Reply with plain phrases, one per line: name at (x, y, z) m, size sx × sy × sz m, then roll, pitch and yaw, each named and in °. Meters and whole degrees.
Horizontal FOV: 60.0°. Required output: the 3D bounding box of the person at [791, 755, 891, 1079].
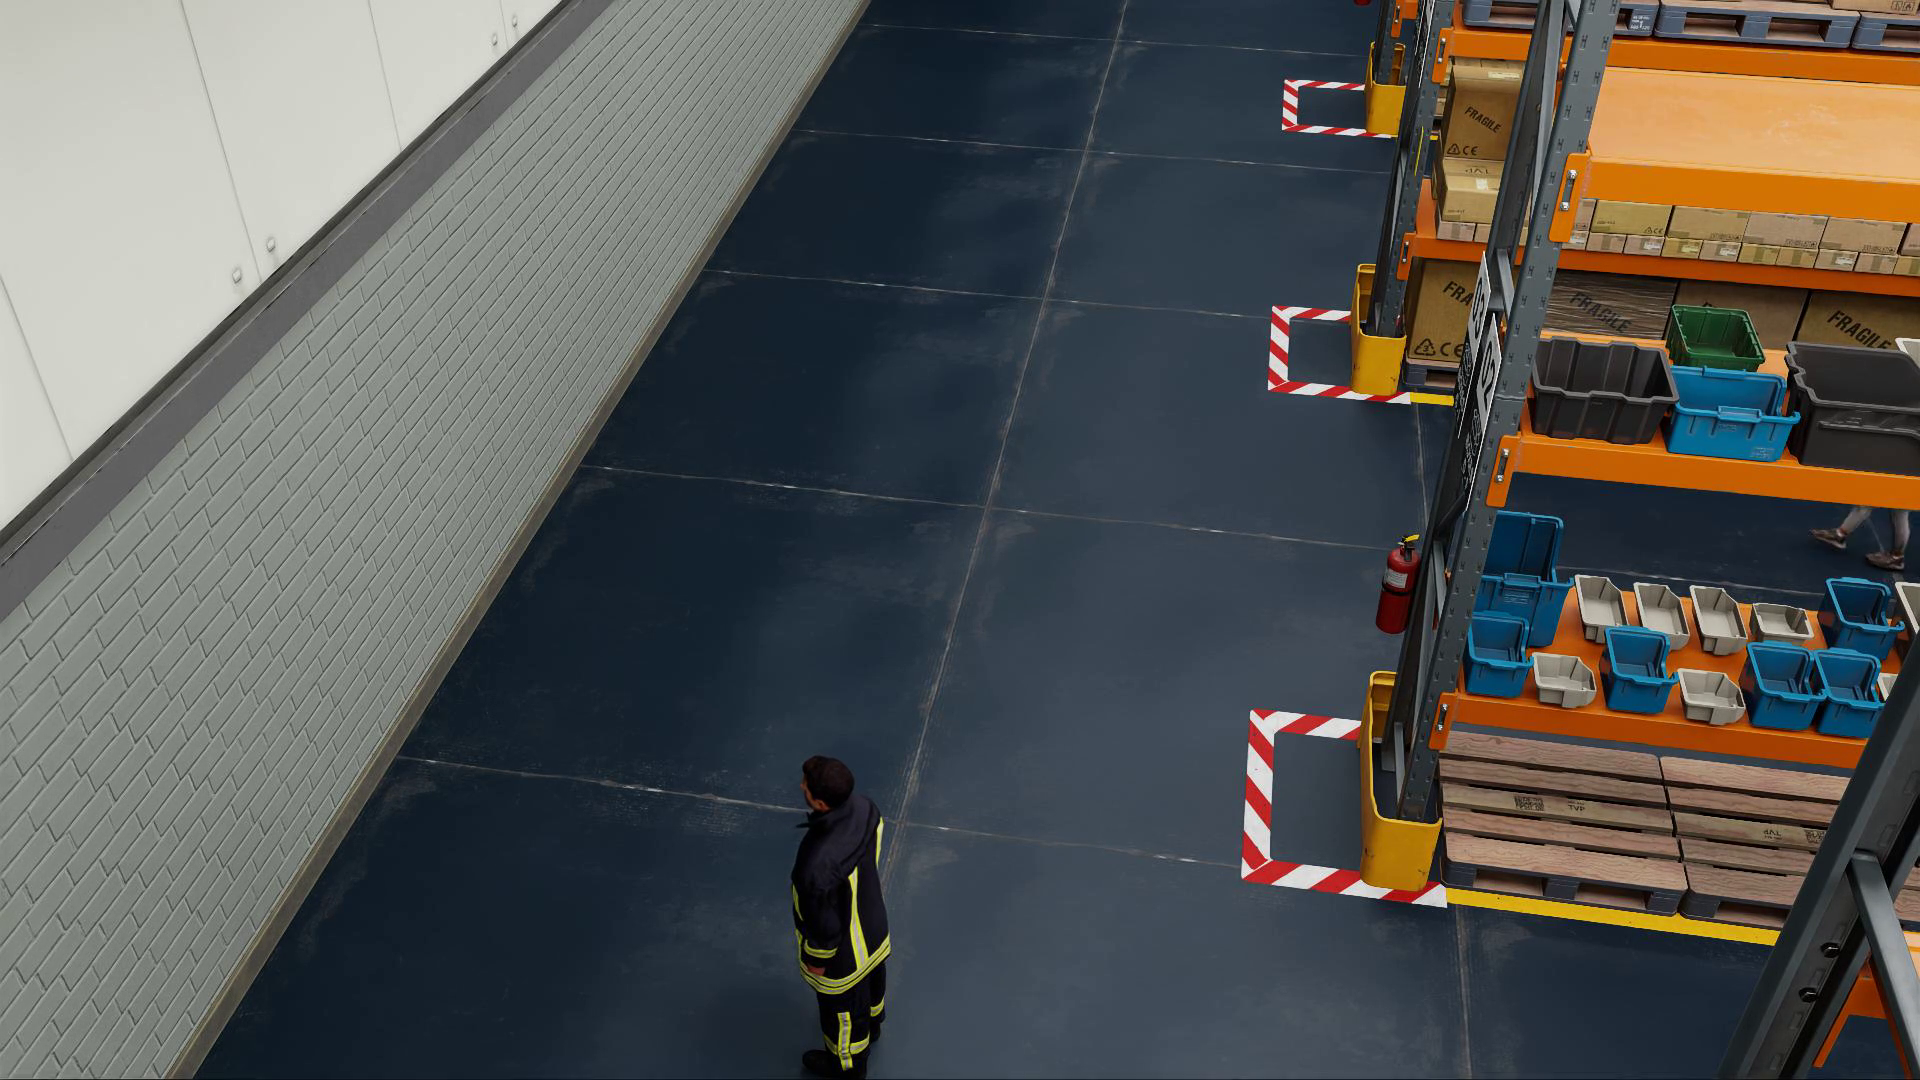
person at (-0.524, 1.690, 7.423) m, size 0.708 × 1.928 × 0.823 m, roll 11°, pitch 39°, yaw 15°
